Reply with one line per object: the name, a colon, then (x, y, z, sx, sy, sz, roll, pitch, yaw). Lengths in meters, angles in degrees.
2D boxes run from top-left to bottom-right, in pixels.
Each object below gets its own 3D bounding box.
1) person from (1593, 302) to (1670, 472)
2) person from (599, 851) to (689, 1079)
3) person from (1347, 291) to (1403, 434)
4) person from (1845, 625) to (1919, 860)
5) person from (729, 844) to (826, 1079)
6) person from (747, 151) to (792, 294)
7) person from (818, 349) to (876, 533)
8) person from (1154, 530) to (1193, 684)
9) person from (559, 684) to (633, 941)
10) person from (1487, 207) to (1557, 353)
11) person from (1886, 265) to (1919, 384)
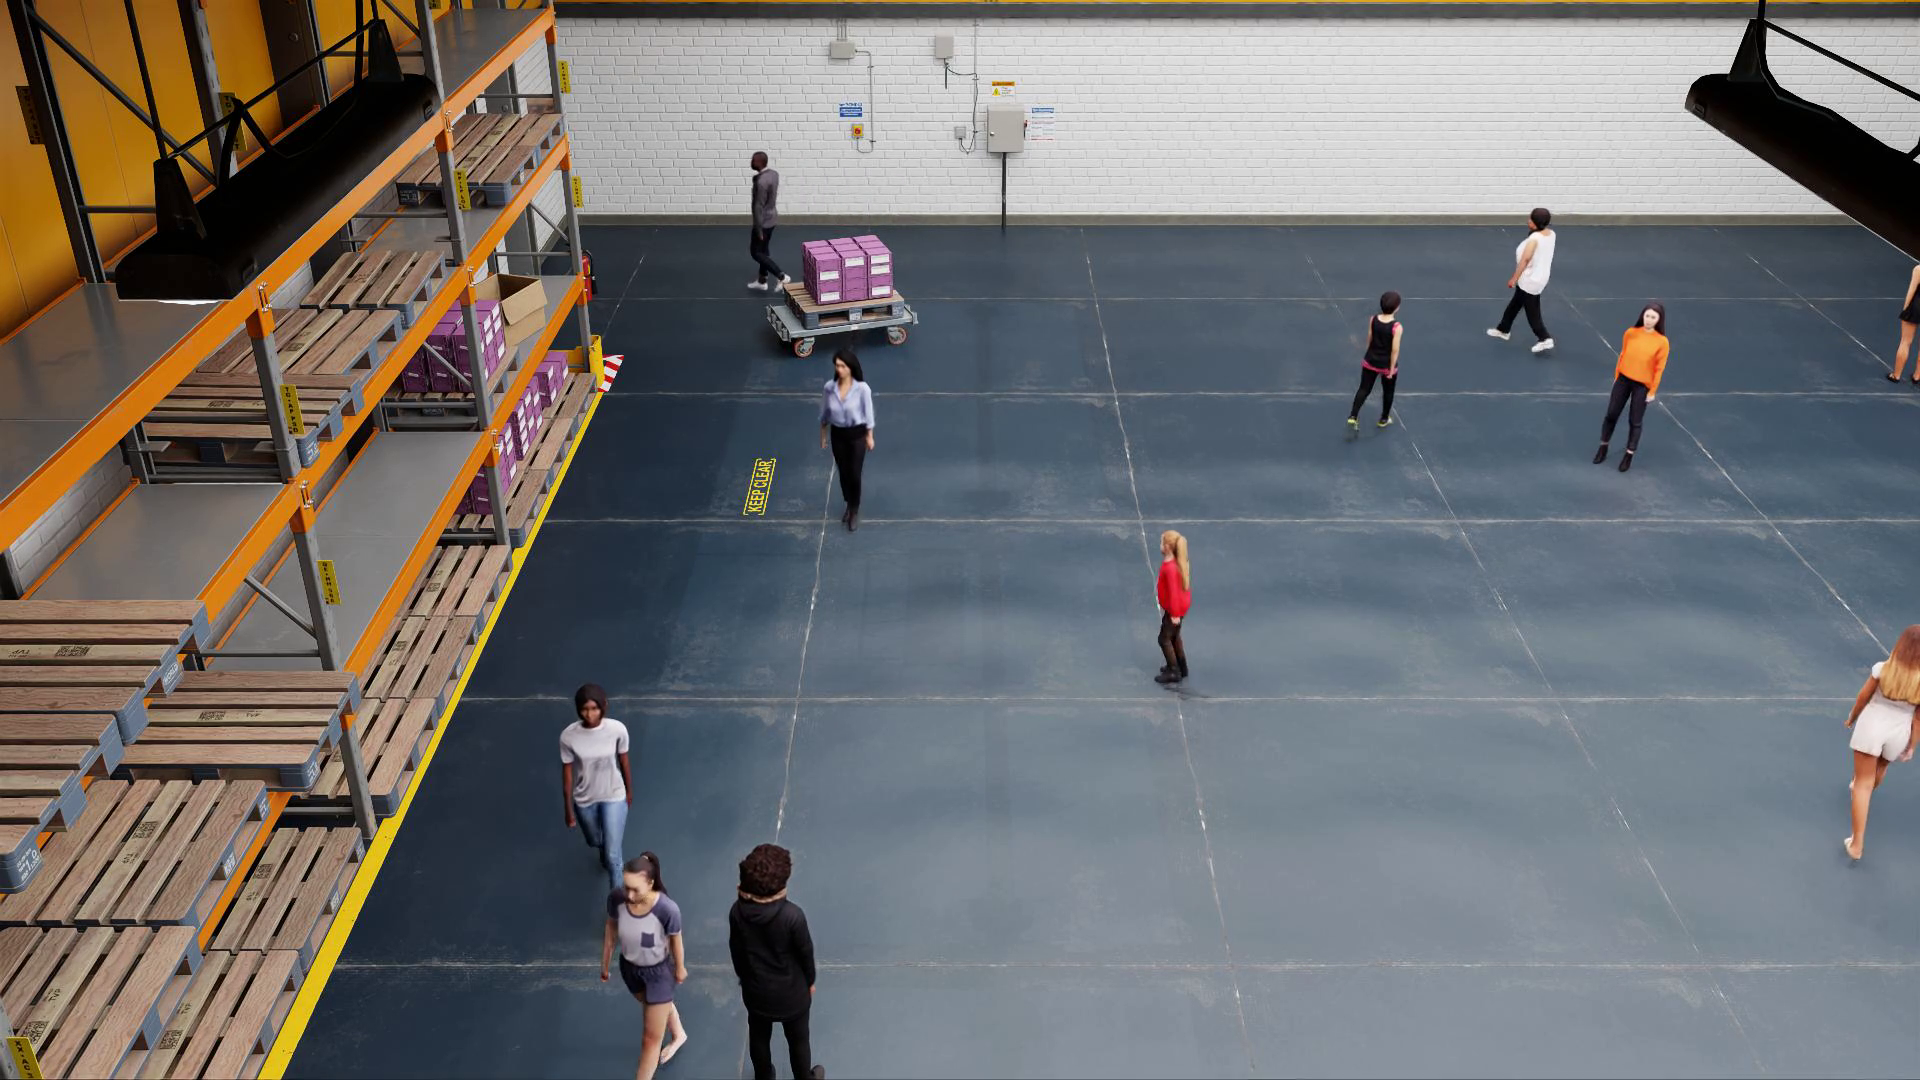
person: (6.708, -1.546, 16.451, 0.794, 1.743, 0.730, -24, 37, -37)
person: (-1.704, 2.387, 9.374, 0.918, 1.617, 1.088, 17, 33, 28)
person: (4.290, -1.810, 17.164, 0.932, 1.525, 1.036, 21, 35, 34)
person: (6.203, 1.378, 11.196, 0.872, 1.643, 1.201, 11, 30, 19)
person: (-1.015, 2.419, 9.143, 0.667, 1.781, 0.656, 6, 29, 10)
person: (-2.394, -3.957, 20.804, 0.919, 1.807, 0.910, 7, 29, 13)
person: (-1.008, -0.969, 15.403, 0.763, 1.734, 0.779, 8, 30, 14)
person: (1.717, 0.546, 13.124, 0.651, 1.257, 0.522, 1, 29, 2)
person: (-2.322, 1.635, 10.676, 0.723, 1.689, 1.148, -4, 29, -8)
person: (6.629, -2.972, 19.160, 1.154, 1.653, 1.134, 22, 36, 35)
person: (10.606, -2.531, 18.331, 0.612, 1.673, 0.609, 5, 29, 9)
